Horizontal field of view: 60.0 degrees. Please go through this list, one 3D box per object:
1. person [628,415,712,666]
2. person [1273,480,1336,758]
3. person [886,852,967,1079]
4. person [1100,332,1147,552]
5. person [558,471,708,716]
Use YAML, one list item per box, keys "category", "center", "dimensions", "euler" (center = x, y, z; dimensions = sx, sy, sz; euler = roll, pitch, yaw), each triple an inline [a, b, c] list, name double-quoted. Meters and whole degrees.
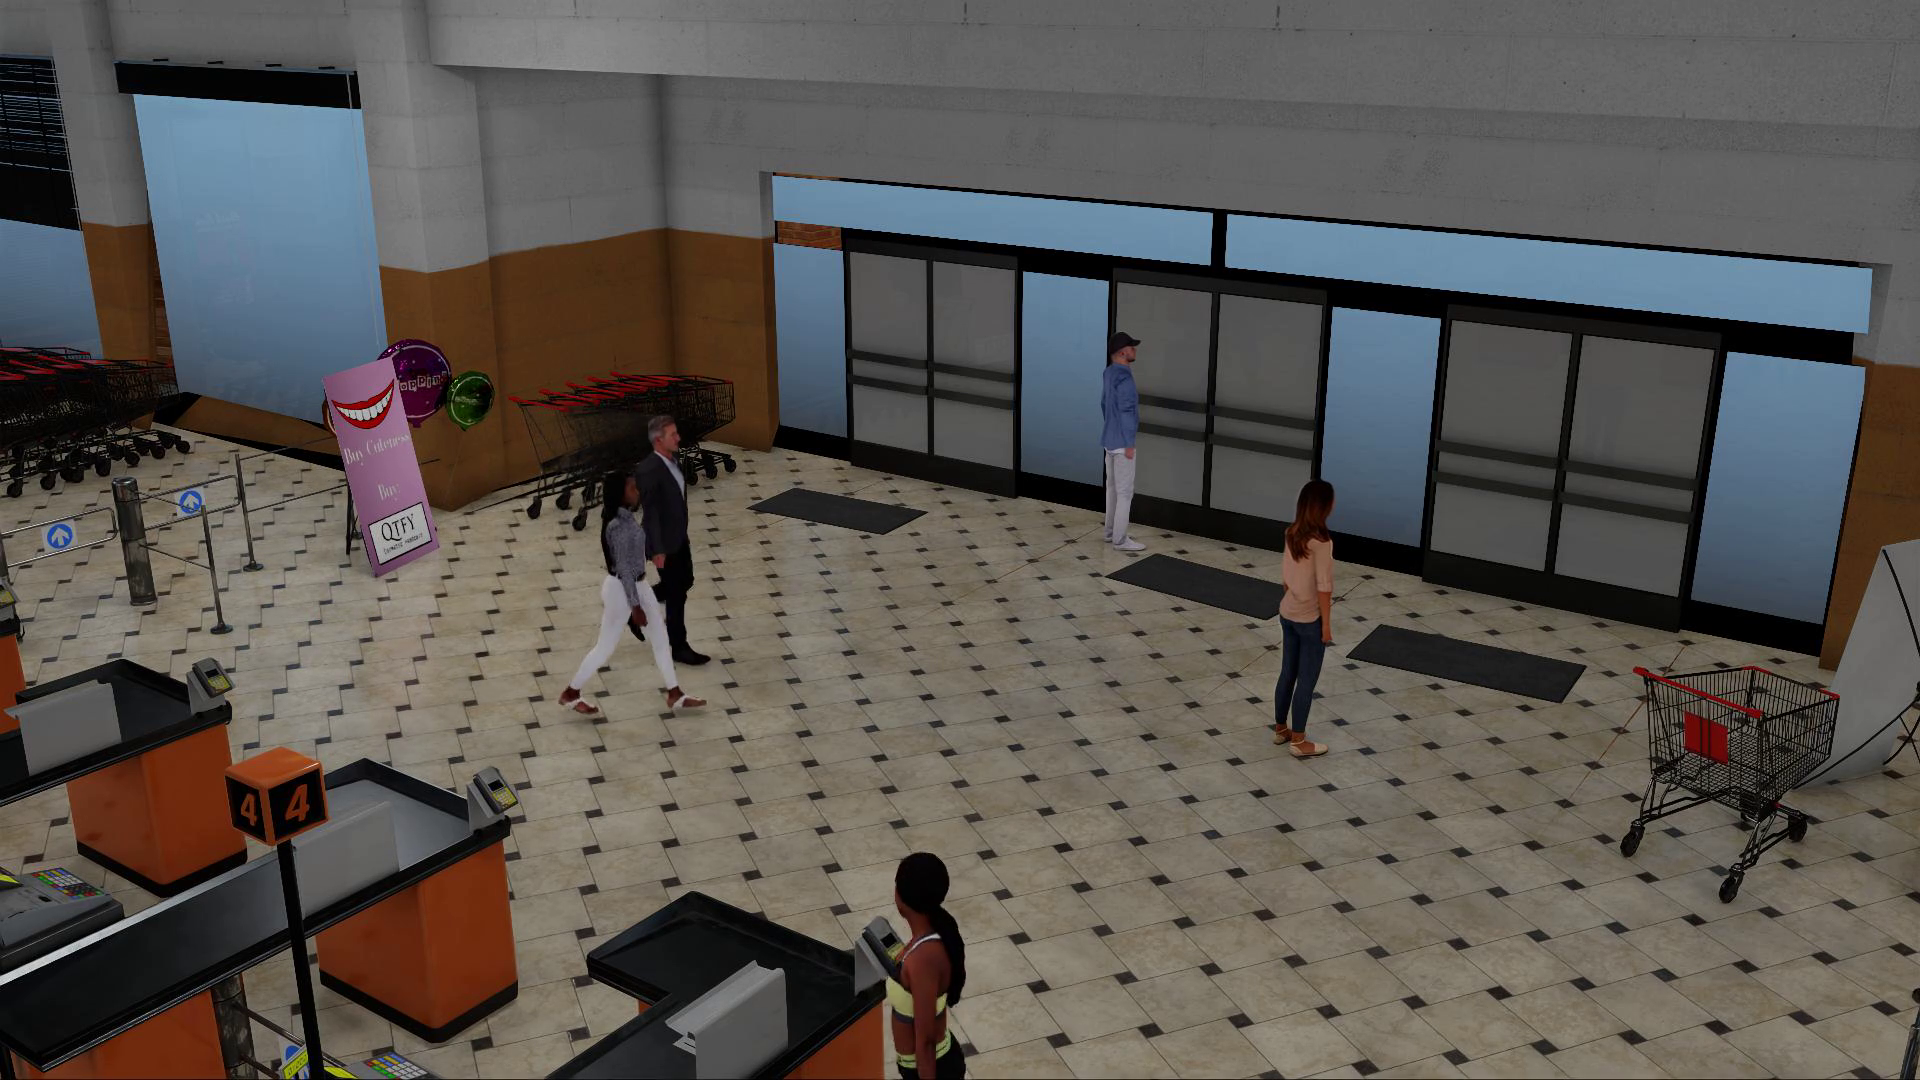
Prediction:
- category: "person"
  center: [-2.157, -0.005, 11.858]
  dimensions: [1.016, 1.822, 1.038]
  euler: [4, 19, 11]
- category: "person"
  center: [2.164, 0.481, 10.466]
  dimensions: [0.691, 1.790, 0.676]
  euler: [-8, 20, -21]
- category: "person"
  center: [-0.087, 2.006, 6.042]
  dimensions: [0.901, 1.729, 0.751]
  euler: [-4, 19, -11]
- category: "person"
  center: [1.378, -0.855, 14.275]
  dimensions: [0.784, 1.888, 0.742]
  euler: [-5, 19, -14]
- category: "person"
  center: [-2.281, 0.398, 10.890]
  dimensions: [1.140, 1.677, 1.207]
  euler: [0, 19, -1]
